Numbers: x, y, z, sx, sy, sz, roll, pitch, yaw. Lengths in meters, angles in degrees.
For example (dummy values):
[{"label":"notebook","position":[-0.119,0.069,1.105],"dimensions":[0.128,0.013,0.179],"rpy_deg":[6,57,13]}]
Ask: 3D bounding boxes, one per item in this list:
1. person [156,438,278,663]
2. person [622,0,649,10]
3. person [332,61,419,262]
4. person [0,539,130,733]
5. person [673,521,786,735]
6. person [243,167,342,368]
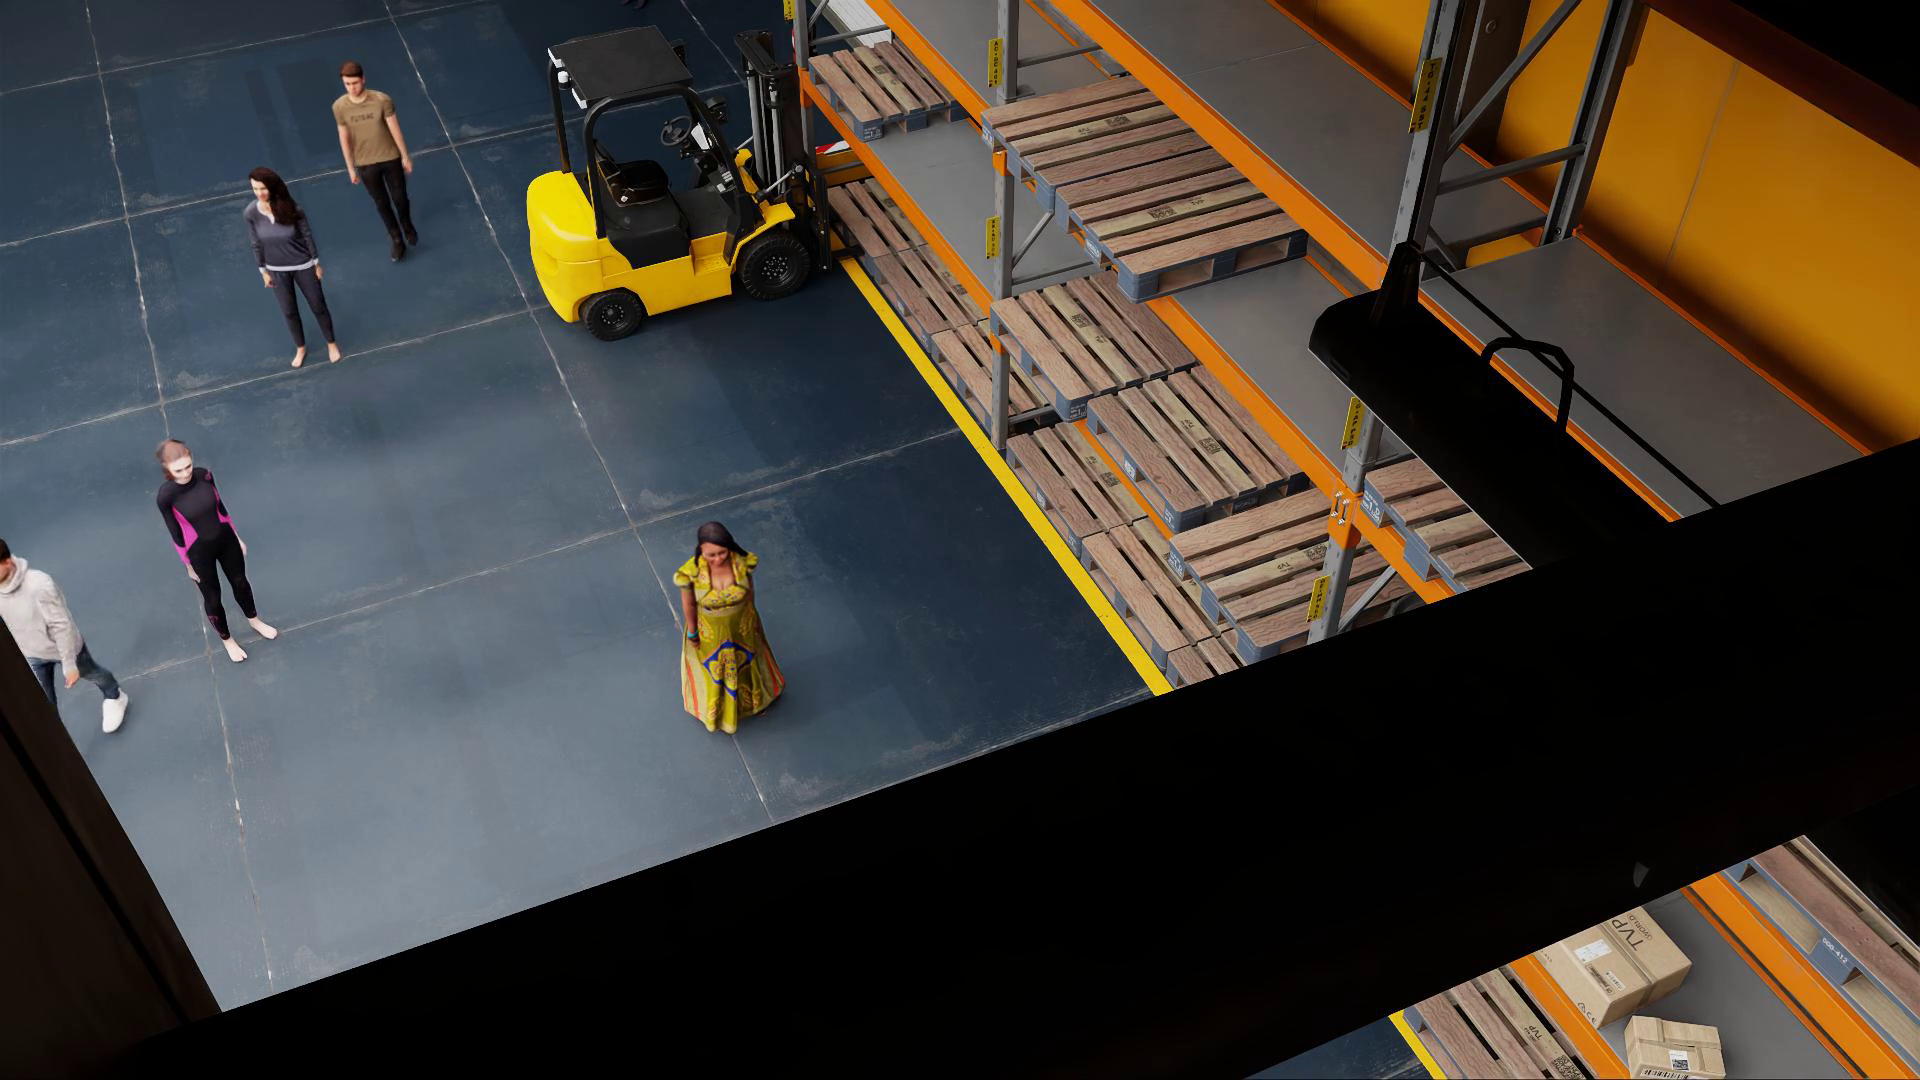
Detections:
[{"label":"person","position":[-4.898,0.046,10.870],"dimensions":[0.684,1.749,0.655],"rpy_deg":[27,50,25]},{"label":"person","position":[-3.579,-6.558,17.873],"dimensions":[0.623,1.652,0.718],"rpy_deg":[22,48,21]},{"label":"person","position":[-4.996,-3.305,14.321],"dimensions":[0.771,1.841,0.787],"rpy_deg":[-7,44,-7]},{"label":"person","position":[-5.551,0.591,10.257],"dimensions":[0.978,1.806,1.268],"rpy_deg":[-1,44,-2]},{"label":"person","position":[-1.488,0.517,10.440],"dimensions":[0.842,1.661,0.751],"rpy_deg":[-20,47,-19]},{"label":"person","position":[-5.305,-2.170,13.183],"dimensions":[0.653,1.768,0.573],"rpy_deg":[-10,45,-10]}]
